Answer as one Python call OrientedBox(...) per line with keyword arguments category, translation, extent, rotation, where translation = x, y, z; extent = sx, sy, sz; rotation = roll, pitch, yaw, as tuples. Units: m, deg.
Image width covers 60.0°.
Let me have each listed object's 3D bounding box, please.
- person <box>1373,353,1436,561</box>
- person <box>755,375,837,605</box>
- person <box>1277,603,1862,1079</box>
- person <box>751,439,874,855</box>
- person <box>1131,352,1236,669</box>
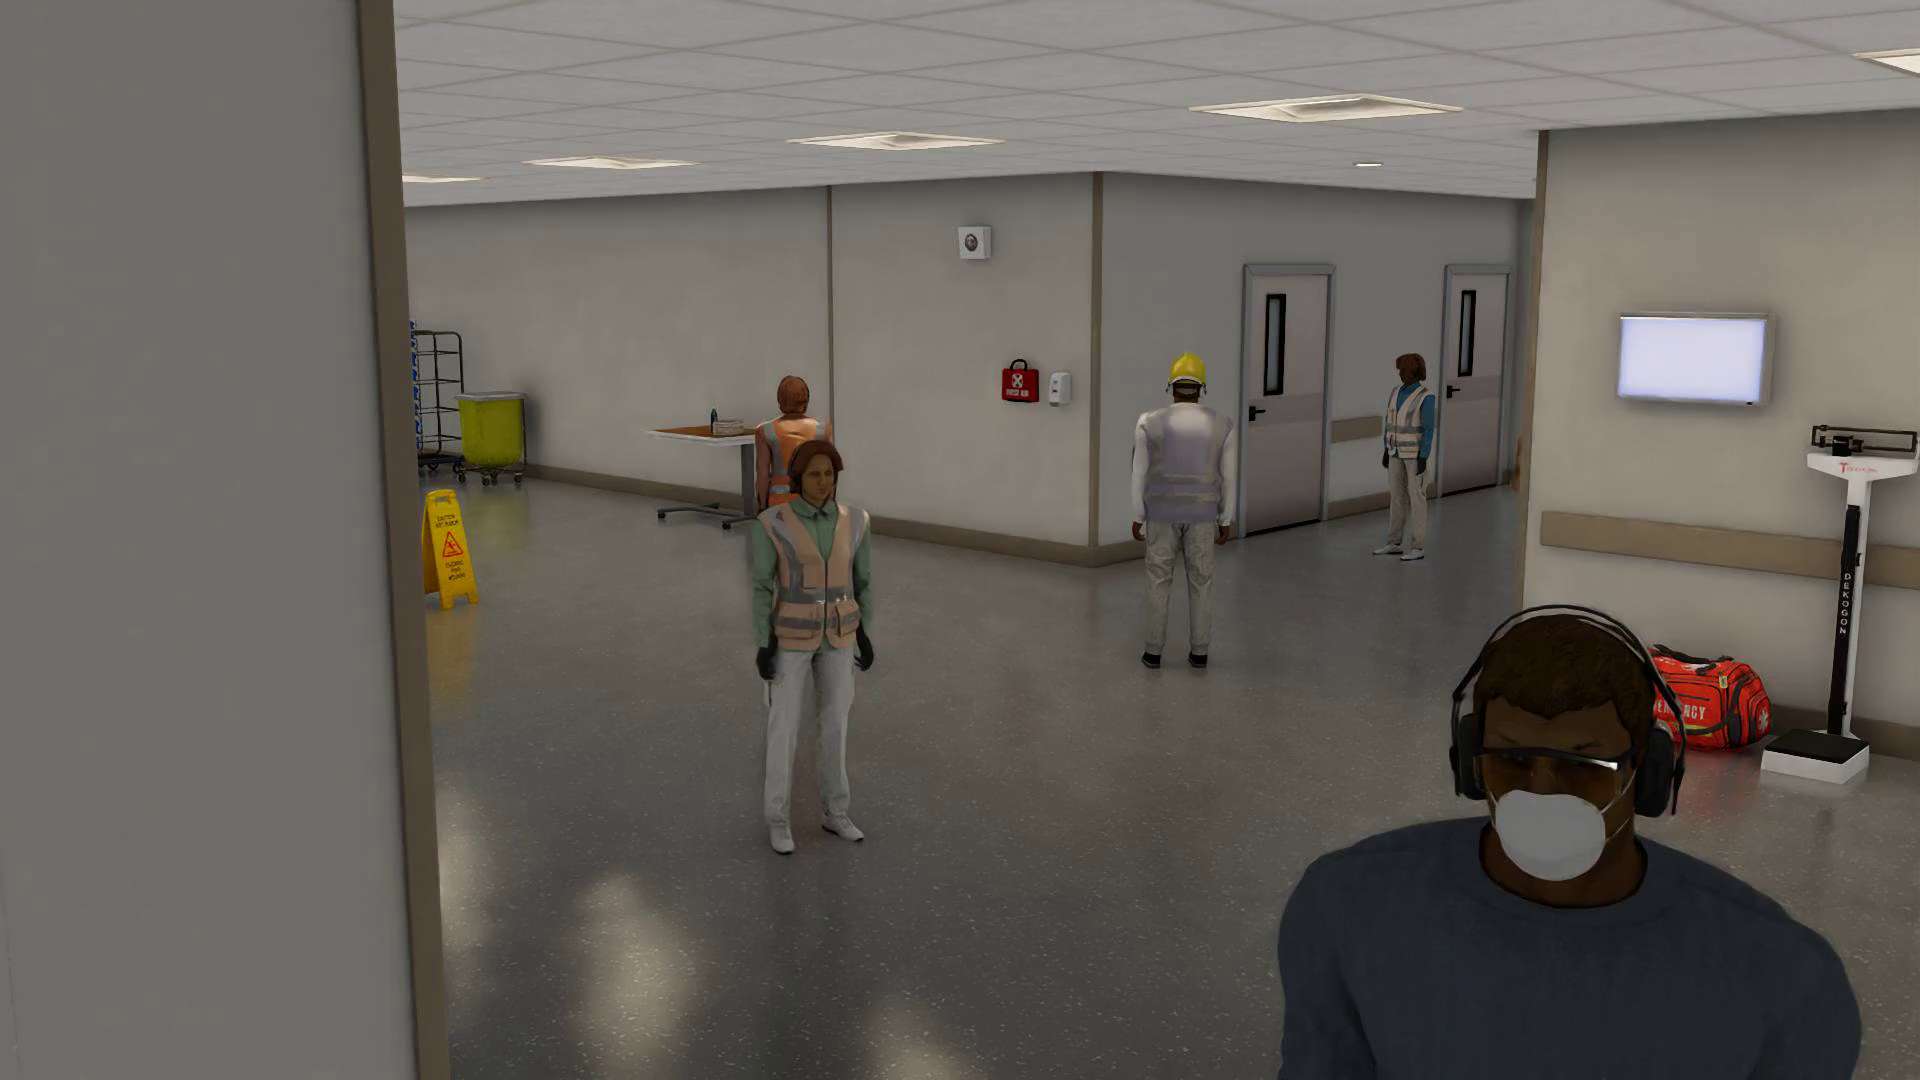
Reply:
OrientedBox(category="person", translation=(3.551, -0.662, 13.202), extent=(0.307, 1.638, 0.513), rotation=(-5, 10, -26))
OrientedBox(category="person", translation=(-1.018, -0.199, 10.354), extent=(0.513, 1.642, 0.311), rotation=(-2, 10, -13))
OrientedBox(category="person", translation=(0.660, 1.023, 1.952), extent=(0.629, 1.940, 0.379), rotation=(4, 10, 22))
OrientedBox(category="person", translation=(-0.585, 0.414, 6.607), extent=(0.521, 1.636, 0.311), rotation=(-5, 10, -28))
OrientedBox(category="person", translation=(1.280, -0.161, 9.574), extent=(0.596, 1.826, 0.403), rotation=(0, 9, 2))
